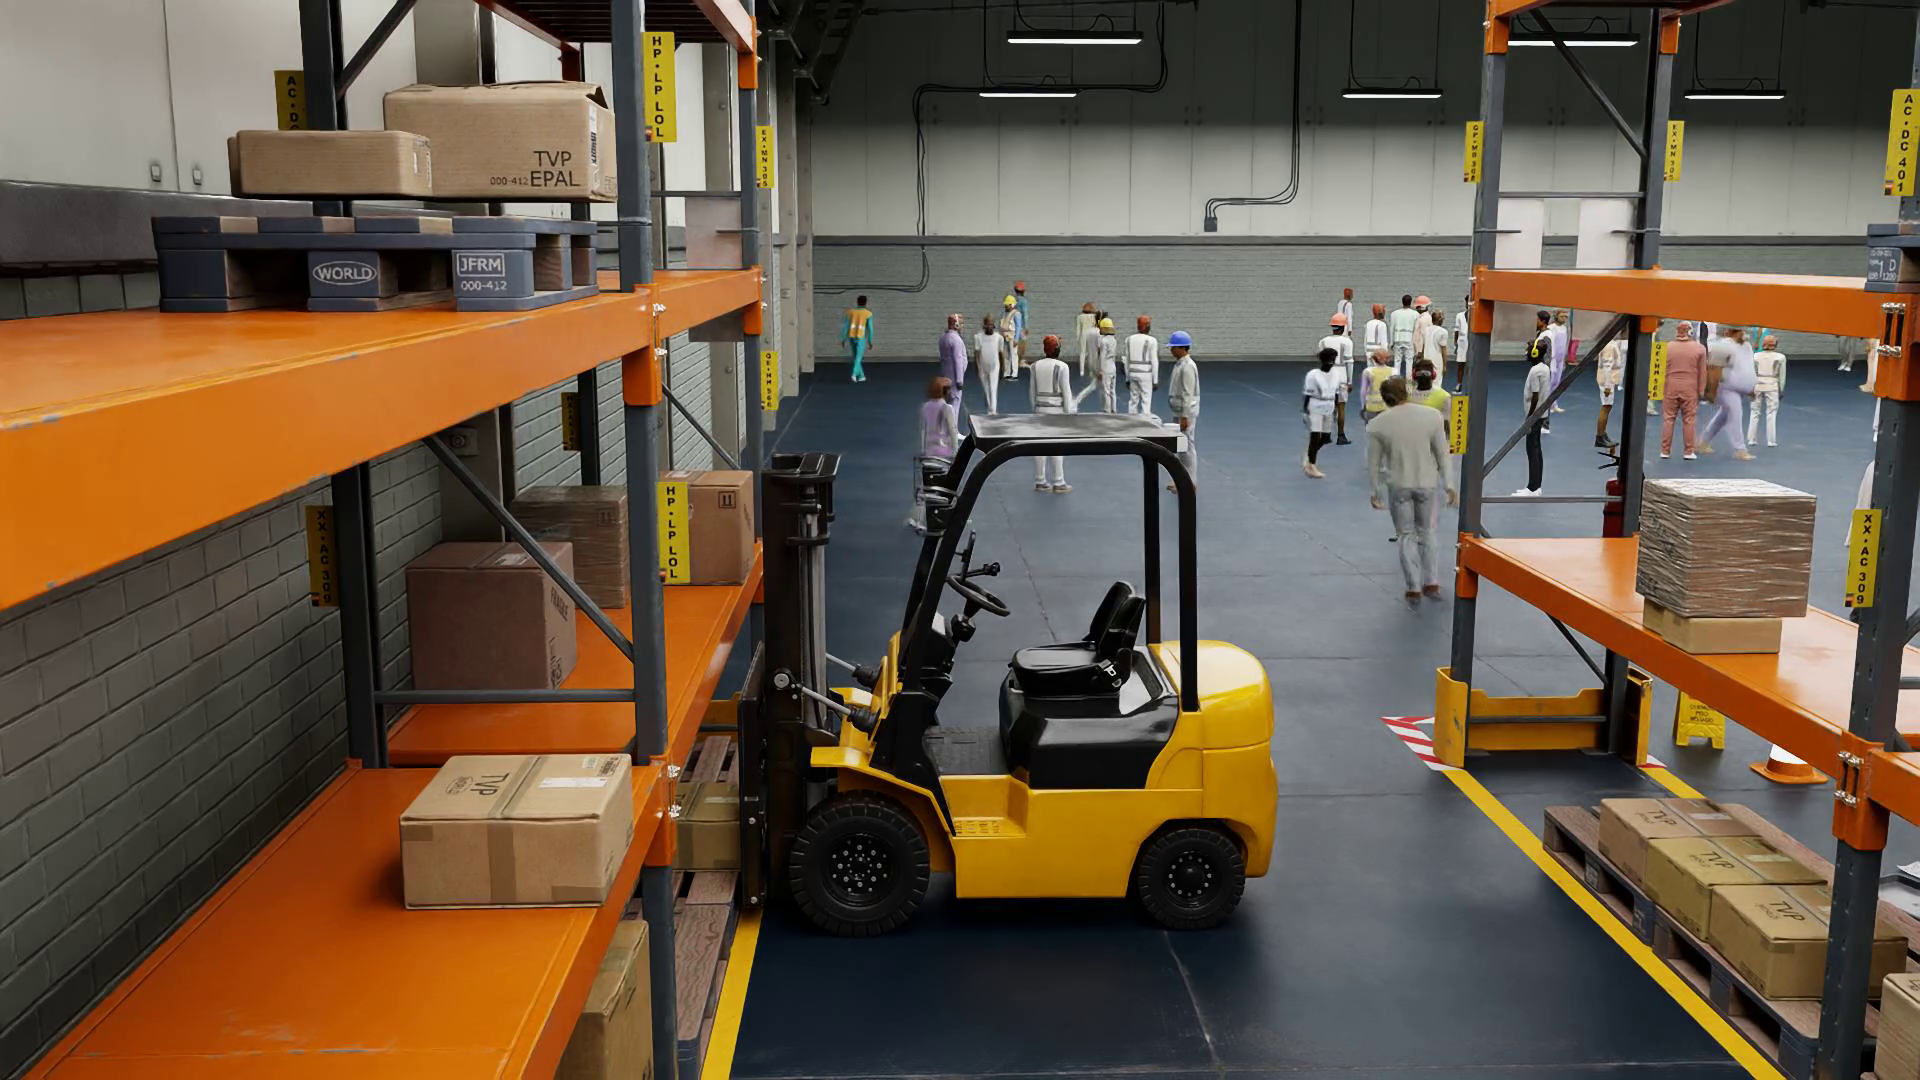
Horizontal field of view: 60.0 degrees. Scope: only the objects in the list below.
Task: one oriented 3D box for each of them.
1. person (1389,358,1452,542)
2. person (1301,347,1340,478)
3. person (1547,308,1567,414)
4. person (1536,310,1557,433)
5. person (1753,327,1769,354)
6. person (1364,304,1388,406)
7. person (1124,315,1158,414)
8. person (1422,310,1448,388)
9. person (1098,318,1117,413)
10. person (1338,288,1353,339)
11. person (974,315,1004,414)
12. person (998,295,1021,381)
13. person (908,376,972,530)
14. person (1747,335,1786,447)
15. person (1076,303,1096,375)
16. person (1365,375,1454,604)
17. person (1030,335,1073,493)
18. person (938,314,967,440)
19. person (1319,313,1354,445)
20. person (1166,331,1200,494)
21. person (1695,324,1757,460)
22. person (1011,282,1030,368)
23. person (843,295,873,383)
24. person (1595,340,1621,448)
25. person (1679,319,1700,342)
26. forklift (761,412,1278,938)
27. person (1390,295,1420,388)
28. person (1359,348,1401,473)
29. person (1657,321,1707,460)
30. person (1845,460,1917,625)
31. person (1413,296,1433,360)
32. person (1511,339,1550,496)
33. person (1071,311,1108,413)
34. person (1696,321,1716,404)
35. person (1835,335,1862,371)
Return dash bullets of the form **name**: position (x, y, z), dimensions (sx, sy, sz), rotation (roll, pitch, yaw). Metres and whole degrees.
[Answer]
- **person**: position (4.572, -0.880, 16.493), dimensions (0.569, 1.849, 0.384), rotation (10, 14, 43)
- **person**: position (4.555, -1.642, 21.239), dimensions (0.574, 1.668, 0.586), rotation (-5, 11, -26)
- **person**: position (10.386, -3.125, 29.016), dimensions (0.517, 1.843, 0.325), rotation (-7, 13, -36)
- **person**: position (9.133, -2.628, 26.040), dimensions (0.379, 1.917, 0.591), rotation (2, 10, 12)
- **person**: position (16.599, -4.112, 34.553), dimensions (0.354, 1.835, 0.517), rotation (6, 12, 29)
- **person**: position (7.427, -3.257, 29.648), dimensions (0.356, 1.882, 0.574), rotation (-4, 11, -22)
- **person**: position (2.739, -2.445, 25.117), dimensions (0.584, 1.882, 0.338), rotation (9, 14, 42)
- **person**: position (8.051, -2.984, 28.256), dimensions (0.338, 1.838, 0.506), rotation (-7, 12, -35)
- **person**: position (2.406, -2.779, 27.397), dimensions (0.316, 1.736, 0.486), rotation (6, 12, 29)
- **person**: position (9.220, -5.082, 39.830), dimensions (0.360, 1.877, 0.588), rotation (-2, 10, -13)
- **person**: position (0.487, -2.812, 27.422), dimensions (0.491, 1.807, 0.934), rotation (1, 10, 8)
- **person**: position (1.065, -4.345, 35.838), dimensions (0.404, 1.836, 0.590), rotation (-7, 12, -33)
- **person**: position (-0.225, -0.903, 17.322), dimensions (0.832, 1.600, 0.526), rotation (-6, 12, -31)
- **person**: position (11.778, -2.175, 24.327), dimensions (0.519, 1.633, 0.314), rotation (9, 14, 41)
- **person**: position (2.856, -4.496, 37.240), dimensions (0.507, 1.632, 0.264), rotation (3, 11, 16)
- **person**: position (3.722, -0.426, 13.861), dimensions (0.714, 1.882, 0.540), rotation (1, 10, 4)
- **person**: position (1.094, -1.501, 19.867), dimensions (0.574, 1.883, 0.356), rotation (8, 13, 38)
- **person**: position (-0.087, -2.469, 25.212), dimensions (0.399, 1.901, 0.645), rotation (-4, 11, -21)
- **person**: position (5.560, -2.374, 24.570), dimensions (0.543, 1.939, 0.356), rotation (8, 13, 38)
- **person**: position (2.643, -1.517, 19.810), dimensions (0.421, 1.939, 0.609), rotation (-1, 10, -3)
- **person**: position (10.692, -2.166, 23.128), dimensions (0.694, 2.000, 1.013), rotation (-7, 12, -33)
- **person**: position (1.419, -5.094, 39.436), dimensions (0.390, 2.042, 0.611), rotation (-8, 13, -39)
- **person**: position (-2.202, -4.279, 35.447), dimensions (0.632, 1.859, 0.982), rotation (4, 11, 20)
- **person**: position (9.481, -2.301, 24.218), dimensions (0.389, 1.924, 0.549), rotation (5, 11, 25)
- **person**: position (14.189, -3.752, 32.250), dimensions (0.630, 1.940, 0.372), rotation (-6, 12, -29)
- **forklift**: position (0.291, 0.548, 7.580), dimensions (2.313, 2.155, 1.214), rotation (0, 10, -2)
- **person**: position (9.018, -4.007, 33.726), dimensions (0.599, 1.916, 0.377), rotation (6, 12, 30)
- **person**: position (5.496, -1.695, 21.673), dimensions (0.579, 1.610, 0.641), rotation (3, 10, 14)
- **person**: position (9.924, -2.053, 22.890), dimensions (0.636, 1.903, 0.404), rotation (6, 12, 29)
- **person**: position (6.106, 0.111, 11.034), dimensions (0.393, 1.836, 0.568), rotation (2, 10, 11)
- **person**: position (8.565, -3.525, 30.825), dimensions (0.378, 1.995, 0.608), rotation (4, 11, 20)
- **person**: position (6.702, -1.424, 19.473), dimensions (0.328, 1.872, 0.514), rotation (6, 12, 30)
- **person**: position (2.282, -2.956, 28.086), dimensions (0.824, 1.841, 0.551), rotation (-3, 11, -15)
- **person**: position (13.761, -3.471, 30.732), dimensions (0.392, 1.922, 0.593), rotation (7, 12, 35)
- **person**: position (20.492, -4.827, 38.306), dimensions (0.622, 1.906, 0.609), rotation (8, 13, 38)
